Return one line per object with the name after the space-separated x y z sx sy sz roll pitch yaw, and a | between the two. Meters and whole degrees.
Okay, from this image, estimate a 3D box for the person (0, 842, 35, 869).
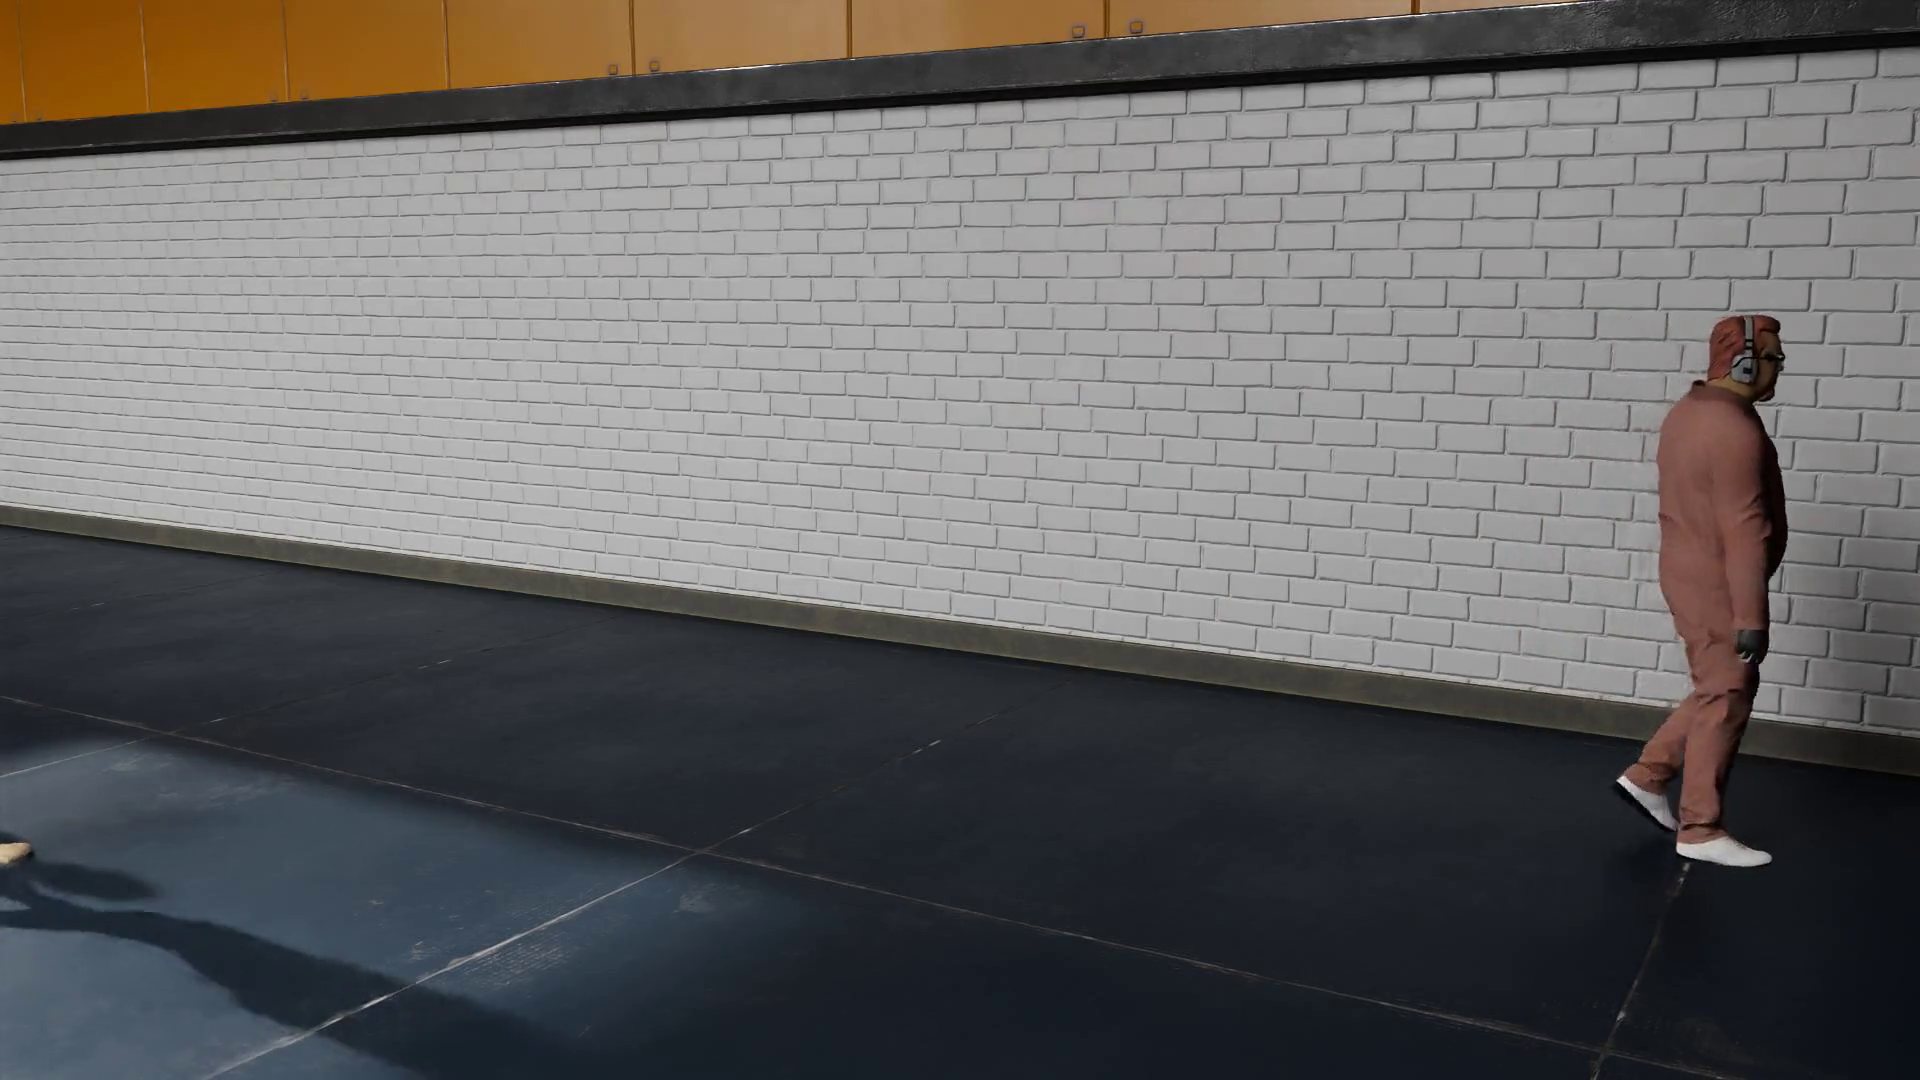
-3.591 0.150 5.474 0.736 2.025 0.620 -4 10 -25 | person

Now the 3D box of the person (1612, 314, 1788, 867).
2.599 0.181 5.663 0.424 1.890 0.664 1 9 8 | person
